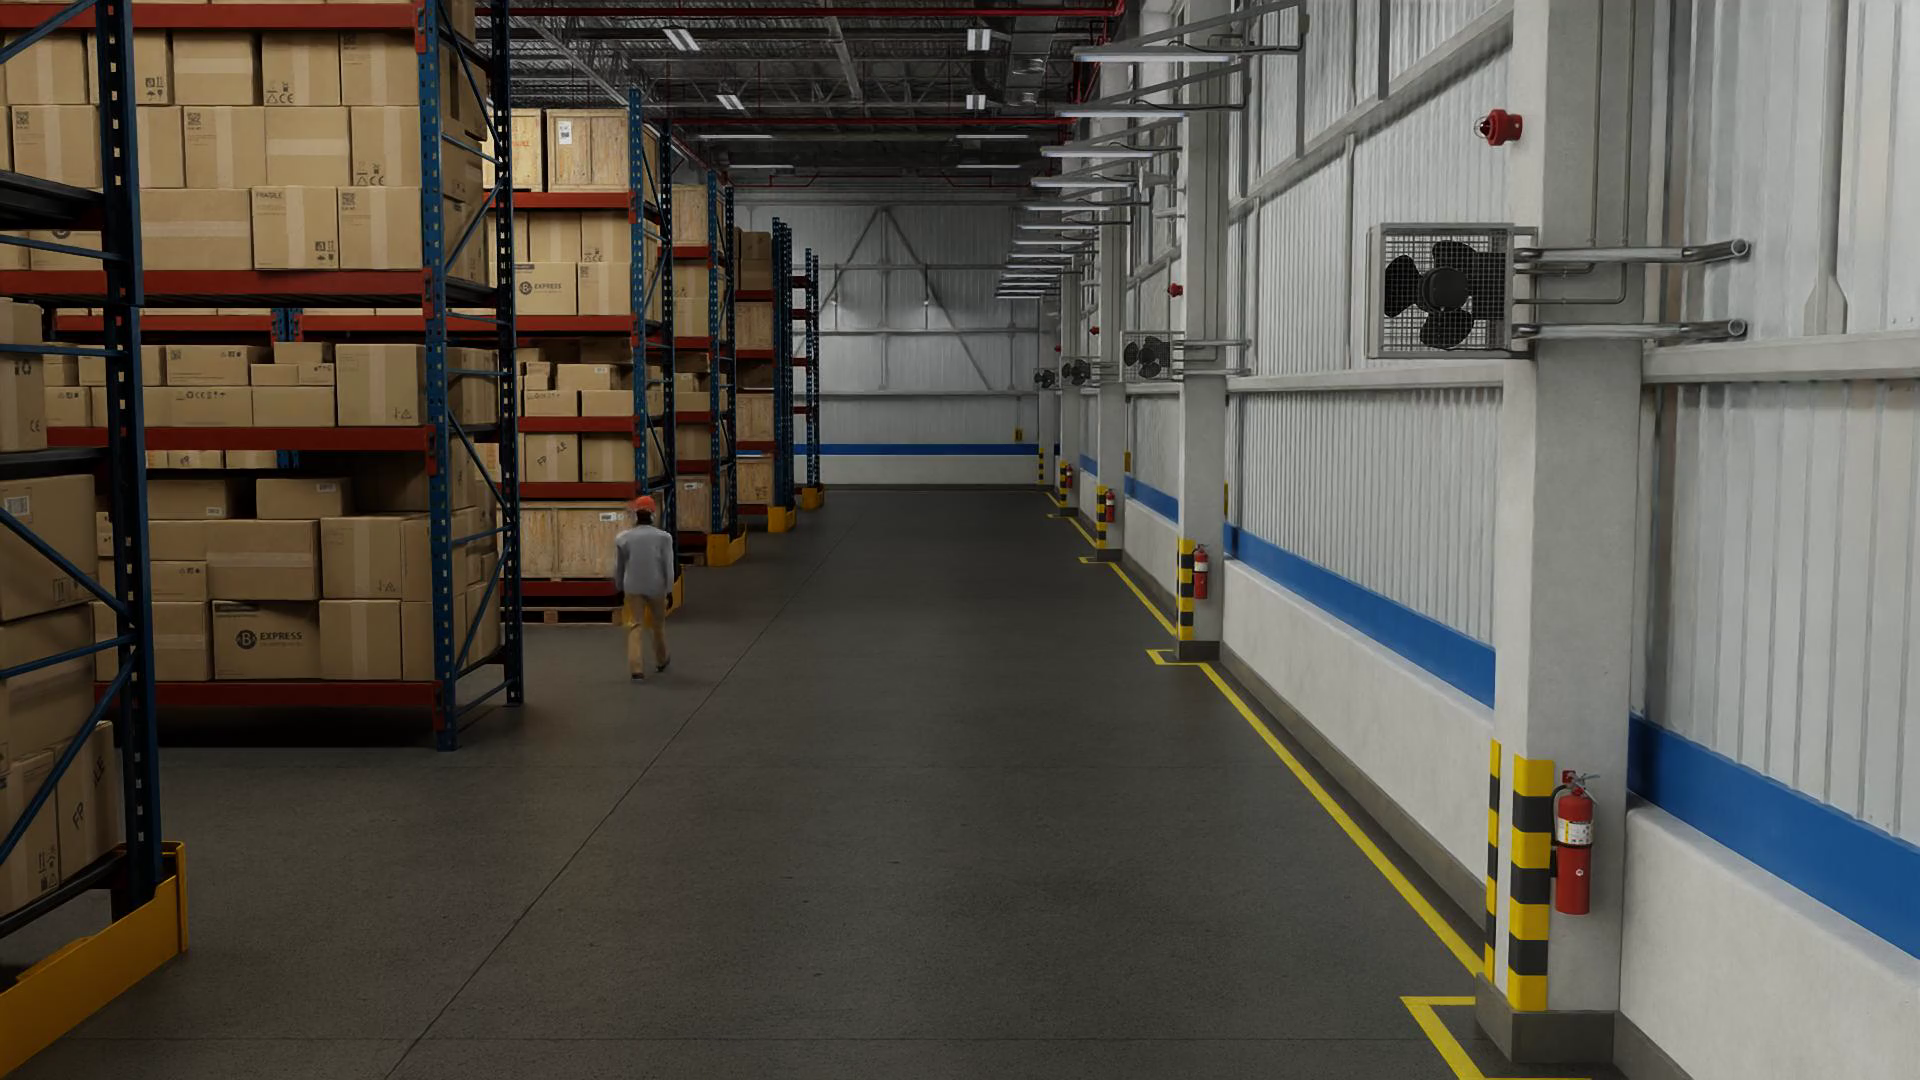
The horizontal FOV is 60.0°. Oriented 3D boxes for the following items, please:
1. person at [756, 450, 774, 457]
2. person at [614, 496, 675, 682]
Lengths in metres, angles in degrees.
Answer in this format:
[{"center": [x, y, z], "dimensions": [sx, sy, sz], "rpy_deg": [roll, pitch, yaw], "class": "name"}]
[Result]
[{"center": [-4.338, -1.364, 37.082], "dimensions": [0.525, 1.624, 0.452], "rpy_deg": [-3, 6, -35], "class": "person"}, {"center": [-2.940, 0.441, 15.542], "dimensions": [0.591, 1.697, 0.914], "rpy_deg": [0, 5, 2], "class": "person"}]
